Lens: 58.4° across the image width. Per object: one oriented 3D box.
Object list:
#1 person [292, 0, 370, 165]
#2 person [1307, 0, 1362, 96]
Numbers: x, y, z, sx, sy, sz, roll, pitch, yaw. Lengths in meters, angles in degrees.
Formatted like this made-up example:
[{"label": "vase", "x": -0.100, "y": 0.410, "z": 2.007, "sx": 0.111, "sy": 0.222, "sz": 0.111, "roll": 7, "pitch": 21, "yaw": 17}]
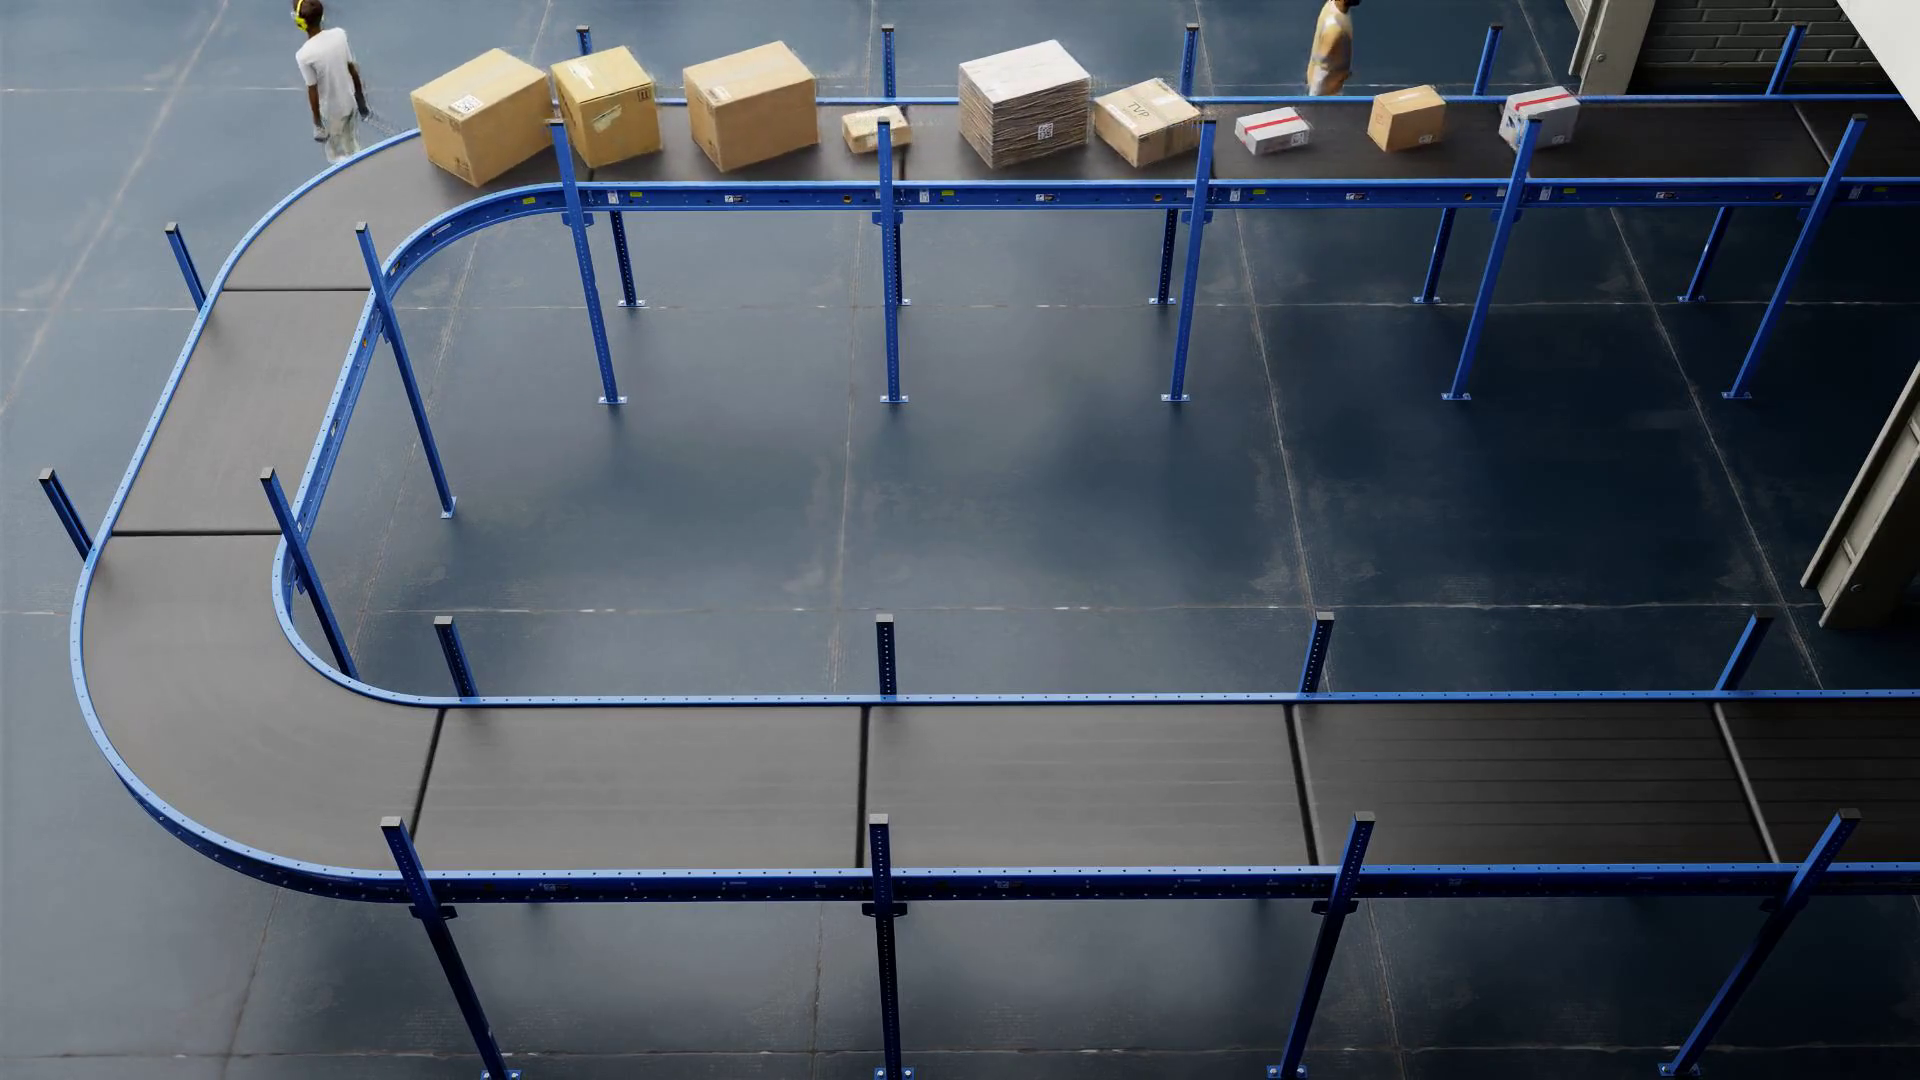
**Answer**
[{"label": "person", "x": -4.675, "y": -3.254, "z": 13.043, "sx": 0.585, "sy": 1.861, "sz": 0.524, "roll": 17, "pitch": 49, "yaw": 15}, {"label": "person", "x": 2.957, "y": -3.560, "z": 13.288, "sx": 0.695, "sy": 1.914, "sz": 0.555, "roll": 5, "pitch": 47, "yaw": 4}]
